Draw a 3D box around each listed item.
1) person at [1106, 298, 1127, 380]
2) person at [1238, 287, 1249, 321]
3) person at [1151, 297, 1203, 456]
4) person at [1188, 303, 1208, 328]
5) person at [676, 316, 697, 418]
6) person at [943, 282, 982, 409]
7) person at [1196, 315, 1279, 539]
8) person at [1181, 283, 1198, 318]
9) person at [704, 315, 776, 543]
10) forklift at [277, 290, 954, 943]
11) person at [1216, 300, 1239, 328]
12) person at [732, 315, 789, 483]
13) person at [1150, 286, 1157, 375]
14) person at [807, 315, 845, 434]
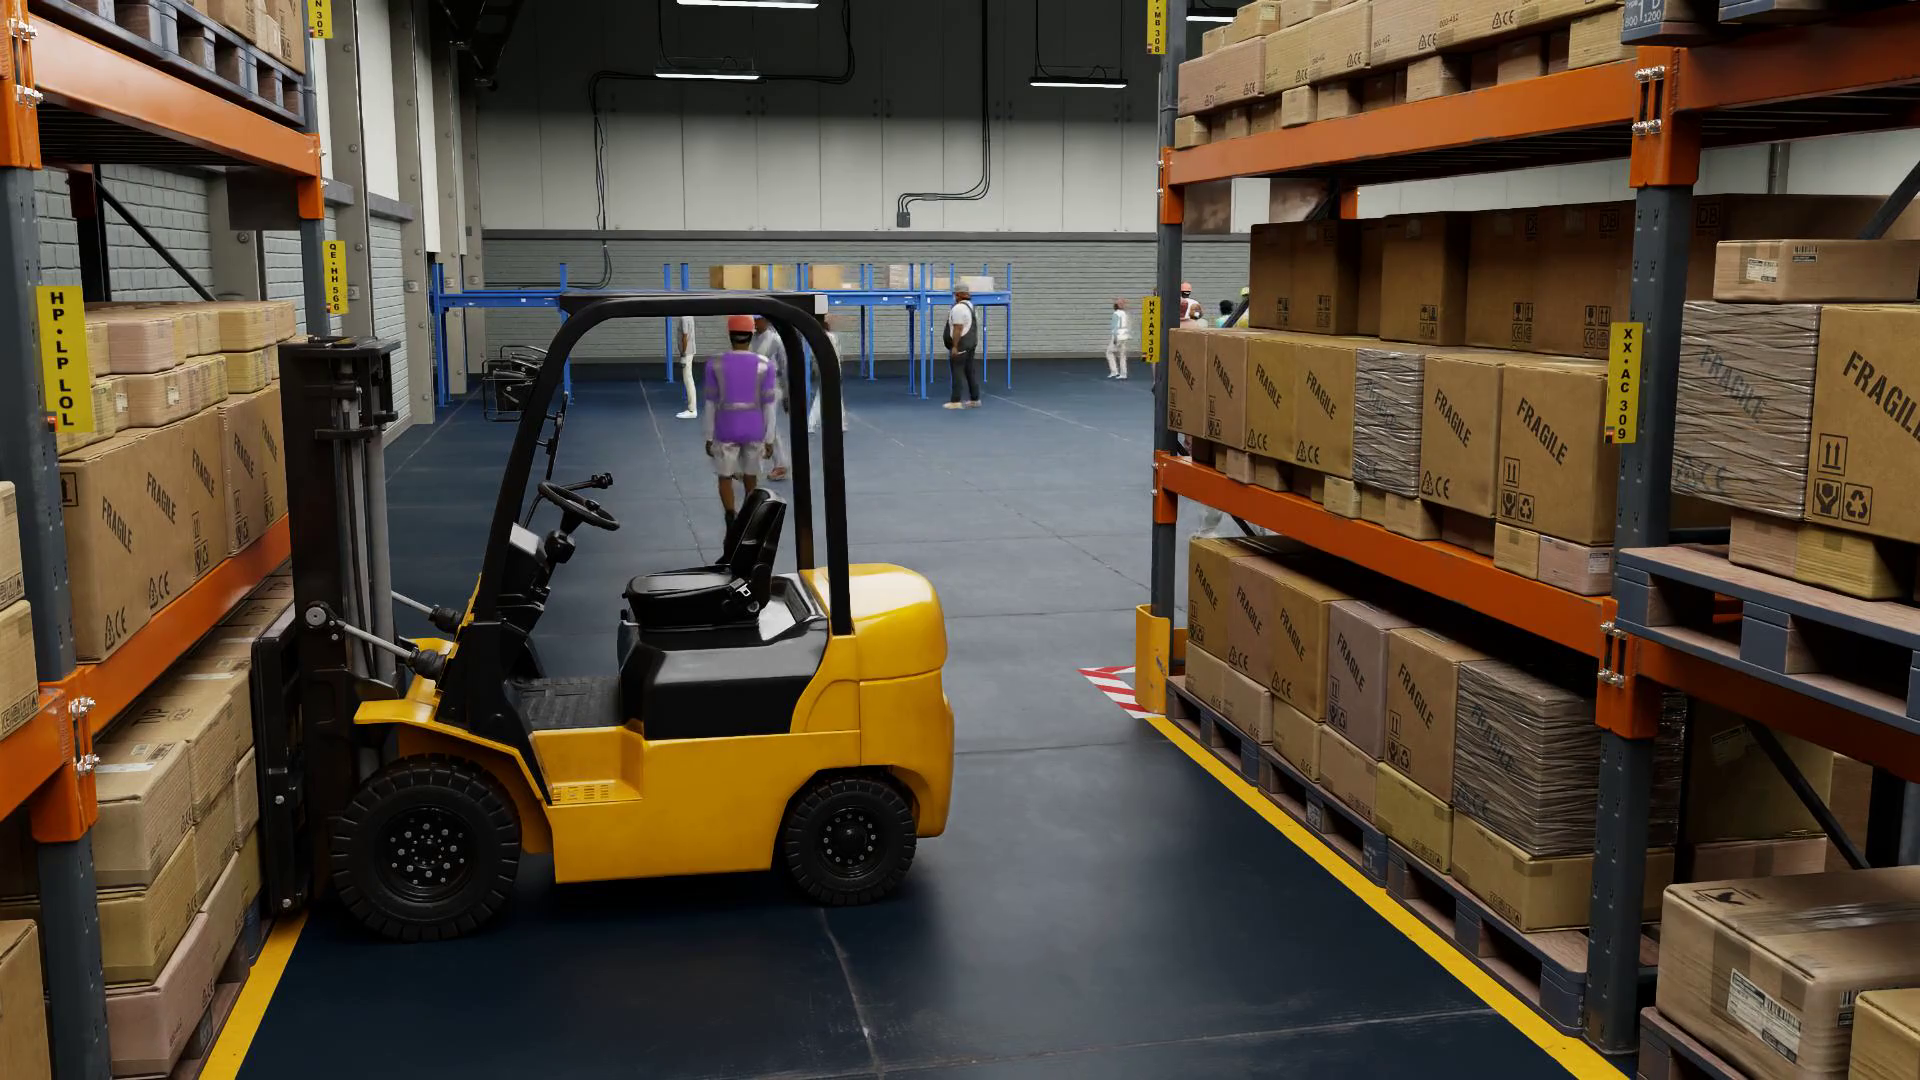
[{"bbox_3d":[3.142,-4.036,33.395,0.506,1.618,0.551,5,11,28],"label":"person"},{"bbox_3d":[5.387,-3.818,31.364,0.675,1.867,0.854,-6,11,-33],"label":"person"},{"bbox_3d":[2.508,-1.846,19.209,0.651,1.907,0.409,-3,10,-19],"label":"person"},{"bbox_3d":[4.056,-3.290,28.843,0.507,1.630,0.268,-2,10,-13],"label":"person"},{"bbox_3d":[-4.125,-2.769,24.985,0.311,1.864,0.509,-1,9,-6],"label":"person"},{"bbox_3d":[0.009,-3.132,26.768,0.569,2.000,0.749,4,10,25],"label":"person"},{"bbox_3d":[2.263,-0.828,13.094,0.991,1.878,0.604,8,12,39],"label":"person"},{"bbox_3d":[4.555,-4.238,33.697,0.552,1.935,0.374,-4,10,-23],"label":"person"},{"bbox_3d":[-1.711,-0.837,13.001,0.557,1.927,0.580,-2,9,-10],"label":"person"},{"bbox_3d":[-1.179,0.175,6.143,2.313,2.155,1.214,-2,10,-12],"label":"forklift"},{"bbox_3d":[4.682,-3.421,29.534,0.554,1.652,0.858,-6,11,-32],"label":"person"},{"bbox_3d":[-2.100,-1.532,17.333,0.601,1.888,1.012,7,11,35],"label":"person"},{"bbox_3d":[4.010,-4.209,33.612,0.636,1.914,0.752,1,9,8],"label":"person"},{"bbox_3d":[-1.893,-2.218,22.412,0.824,1.597,0.546,-4,10,-23],"label":"person"}]
